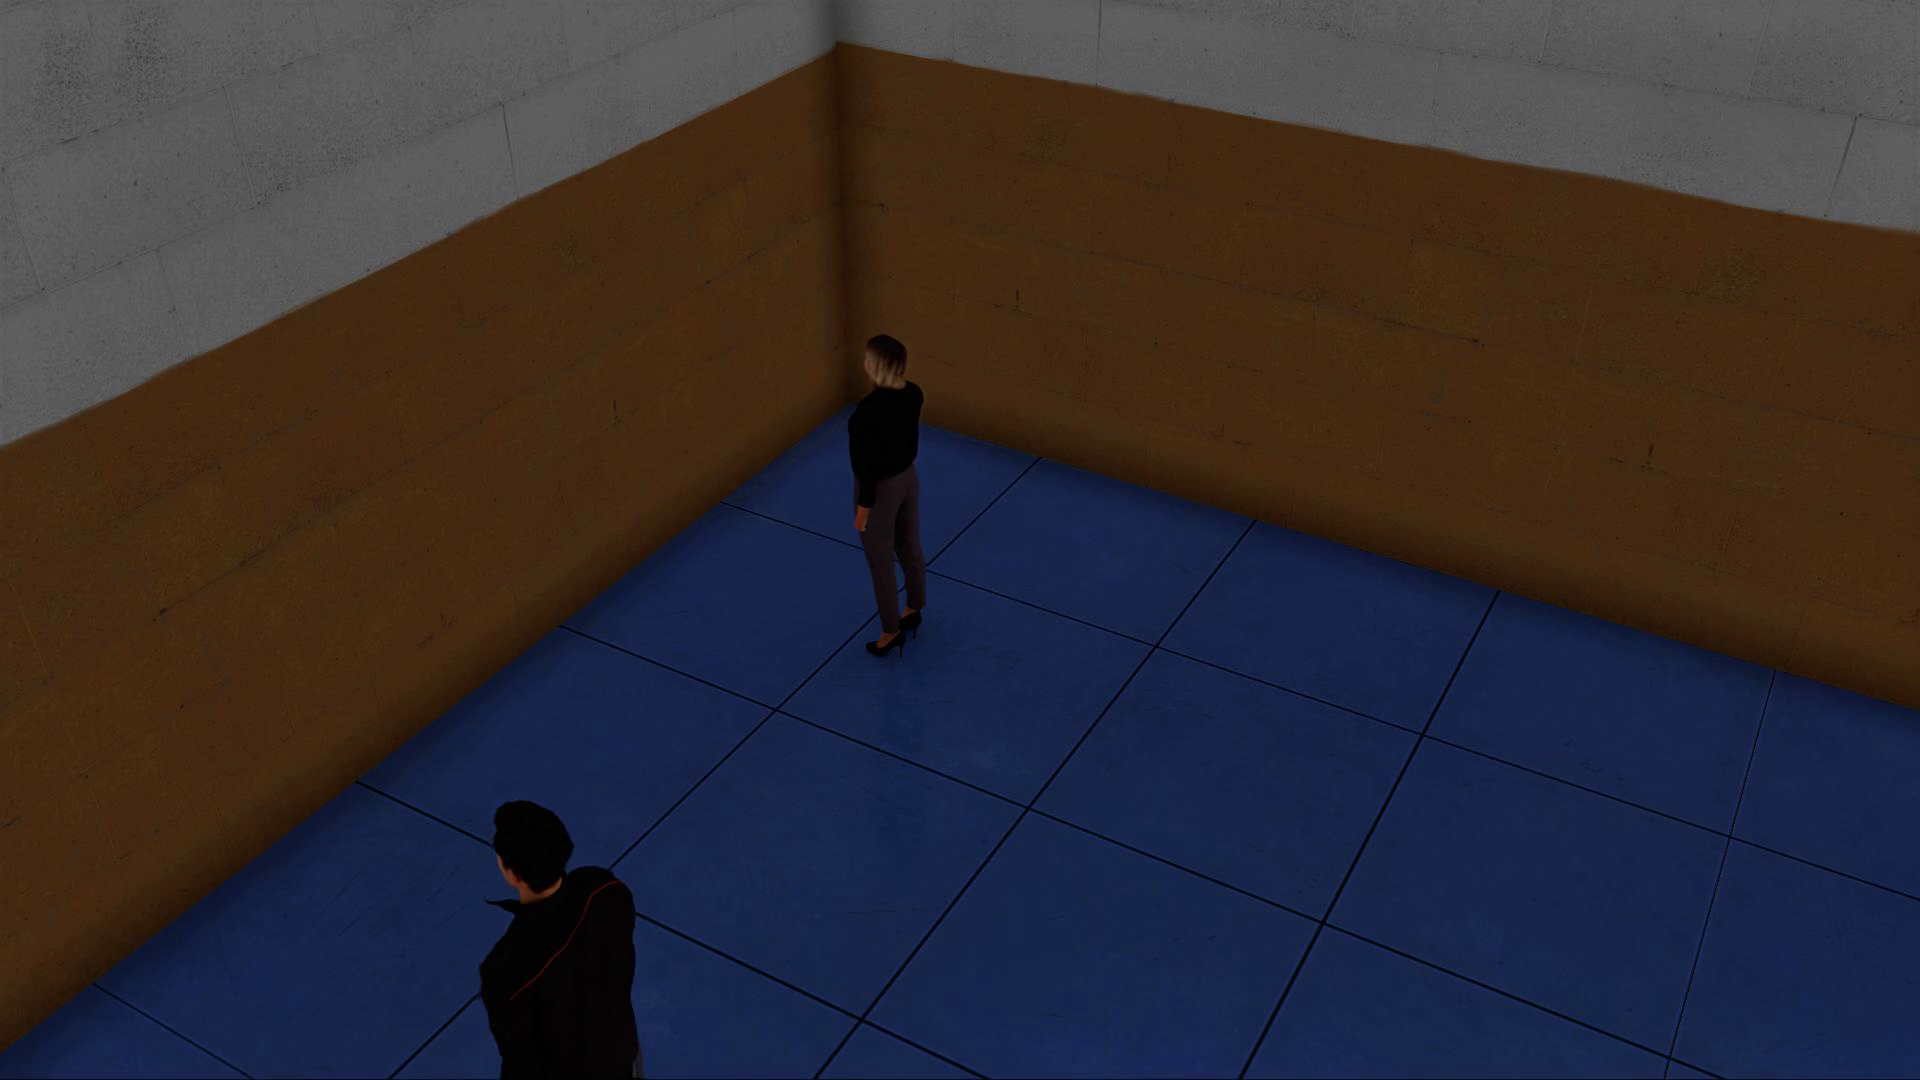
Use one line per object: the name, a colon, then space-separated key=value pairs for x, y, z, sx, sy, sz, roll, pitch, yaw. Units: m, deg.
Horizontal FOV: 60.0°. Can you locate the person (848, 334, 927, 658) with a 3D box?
person: x=-0.326 y=-0.188 z=7.731 sx=0.668 sy=1.671 sz=0.483 roll=20 pitch=39 yaw=28

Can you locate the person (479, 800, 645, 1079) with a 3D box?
person: x=-1.122 y=1.524 z=4.909 sx=0.753 sy=1.946 sz=0.513 roll=17 pitch=37 yaw=24
